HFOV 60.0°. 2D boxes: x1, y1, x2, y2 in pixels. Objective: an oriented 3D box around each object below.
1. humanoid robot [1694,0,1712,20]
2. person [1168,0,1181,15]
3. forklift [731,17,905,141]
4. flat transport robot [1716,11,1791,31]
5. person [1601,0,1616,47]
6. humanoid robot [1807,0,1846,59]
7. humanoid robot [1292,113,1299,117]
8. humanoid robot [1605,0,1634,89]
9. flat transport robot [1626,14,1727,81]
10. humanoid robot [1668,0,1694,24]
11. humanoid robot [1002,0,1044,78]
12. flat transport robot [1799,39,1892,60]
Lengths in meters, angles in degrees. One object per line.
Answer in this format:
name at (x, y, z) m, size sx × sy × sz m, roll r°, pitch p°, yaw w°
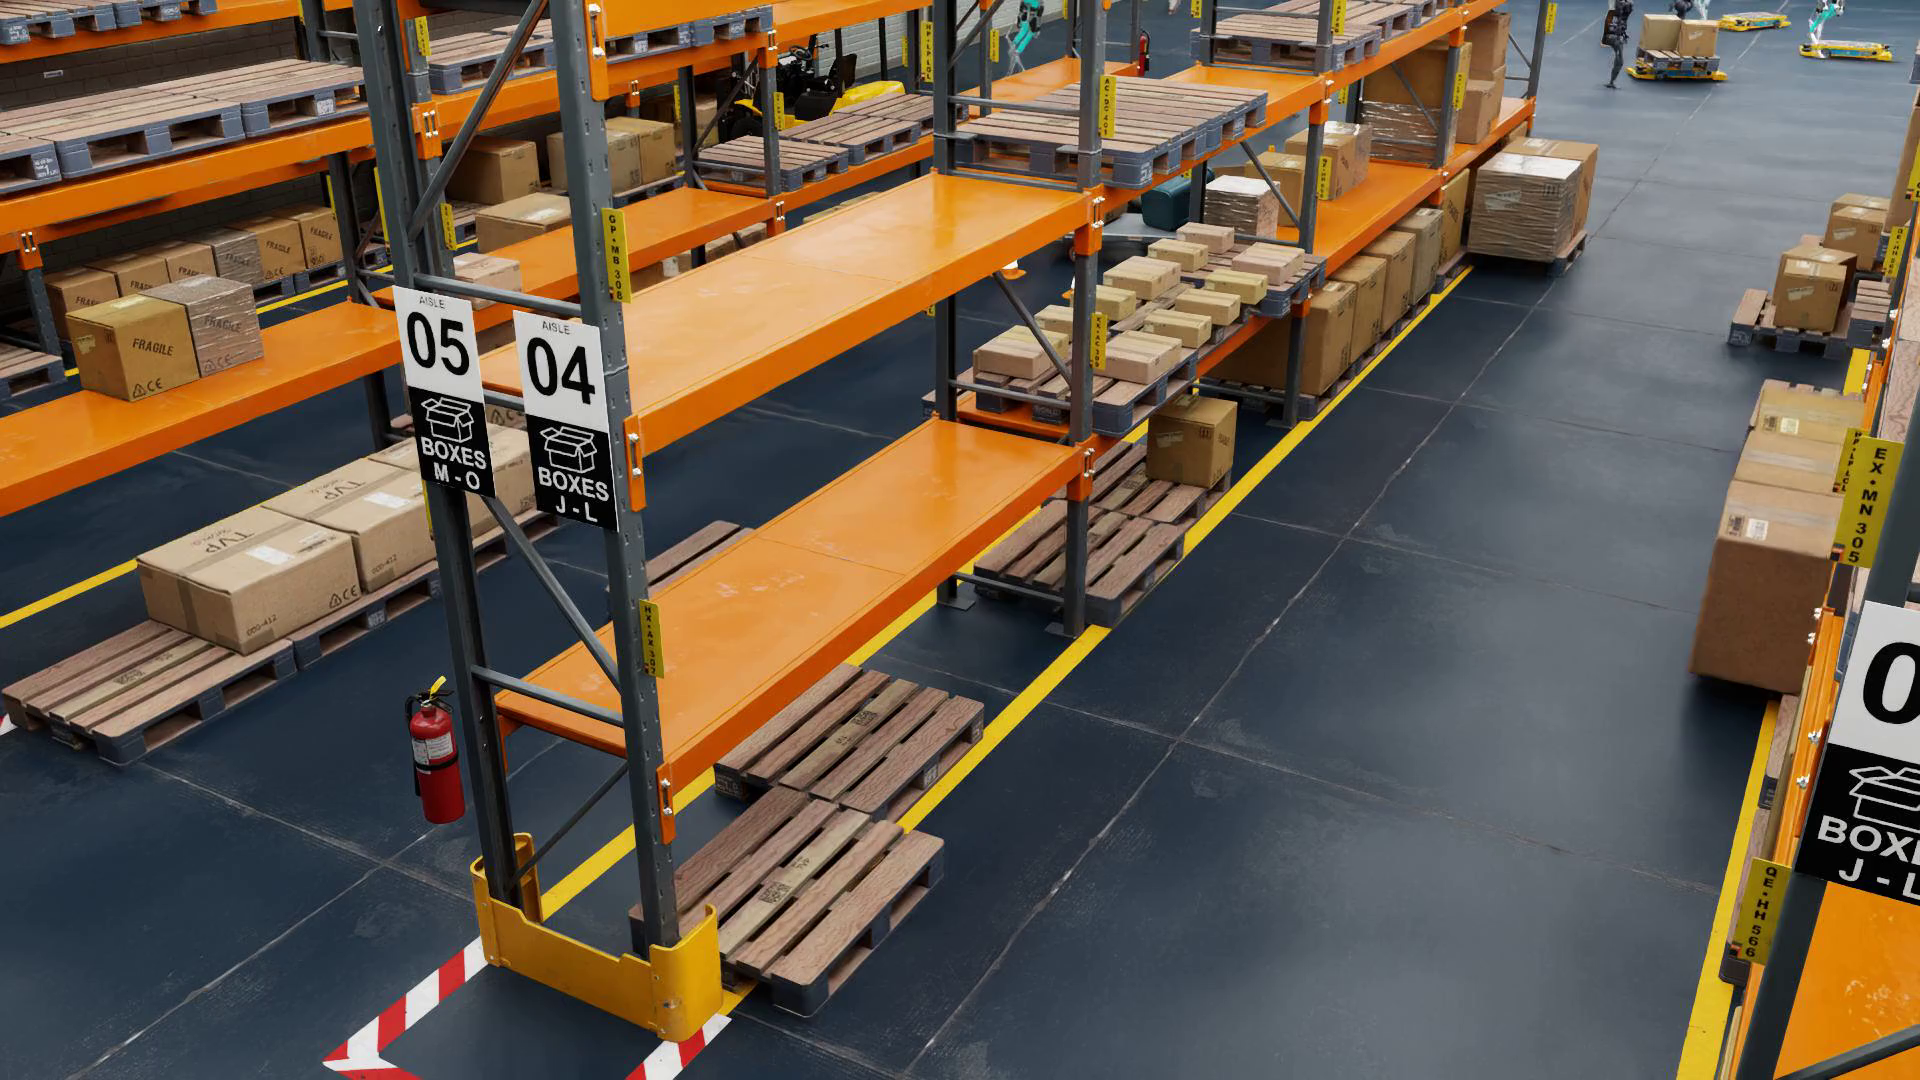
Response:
humanoid robot at (14.322, -10.561, 31.656) m, size 0.761 × 1.838 × 0.531 m, roll 9°, pitch 27°, yaw 19°
person at (4.418, -11.701, 33.798) m, size 0.648 × 1.878 × 1.034 m, roll 12°, pitch 28°, yaw 23°
forklift at (-1.819, -5.975, 21.543) m, size 2.313 × 2.155 × 1.214 m, roll 14°, pitch 29°, yaw 26°
flat transport robot at (15.345, -10.050, 32.225) m, size 1.431 × 0.231 × 0.659 m, roll -13°, pitch 28°, yaw -24°
person at (11.868, -9.927, 30.014) m, size 0.361 × 1.965 × 0.612 m, roll 9°, pitch 27°, yaw 18°
humanoid robot at (15.064, -9.323, 29.041) m, size 0.568 × 1.777 × 0.878 m, roll -4°, pitch 26°, yaw -7°
humanoid robot at (4.747, -7.006, 24.273) m, size 0.612 × 1.637 × 0.423 m, roll 4°, pitch 26°, yaw 7°
humanoid robot at (10.487, -7.996, 26.330) m, size 0.389 × 1.653 × 0.607 m, roll 14°, pitch 29°, yaw 26°
flat transport robot at (11.815, -7.747, 27.440) m, size 1.431 × 0.231 × 0.659 m, roll 2°, pitch 26°, yaw 5°
humanoid robot at (13.108, -9.737, 30.027) m, size 0.589 × 1.641 × 0.789 m, roll -21°, pitch 33°, yaw -36°
humanoid robot at (0.944, -8.288, 26.940) m, size 0.887 × 1.834 × 0.558 m, roll -19°, pitch 31°, yaw -34°
flat transport robot at (15.560, -8.609, 29.231) m, size 1.431 × 0.231 × 0.659 m, roll 10°, pitch 27°, yaw 20°
